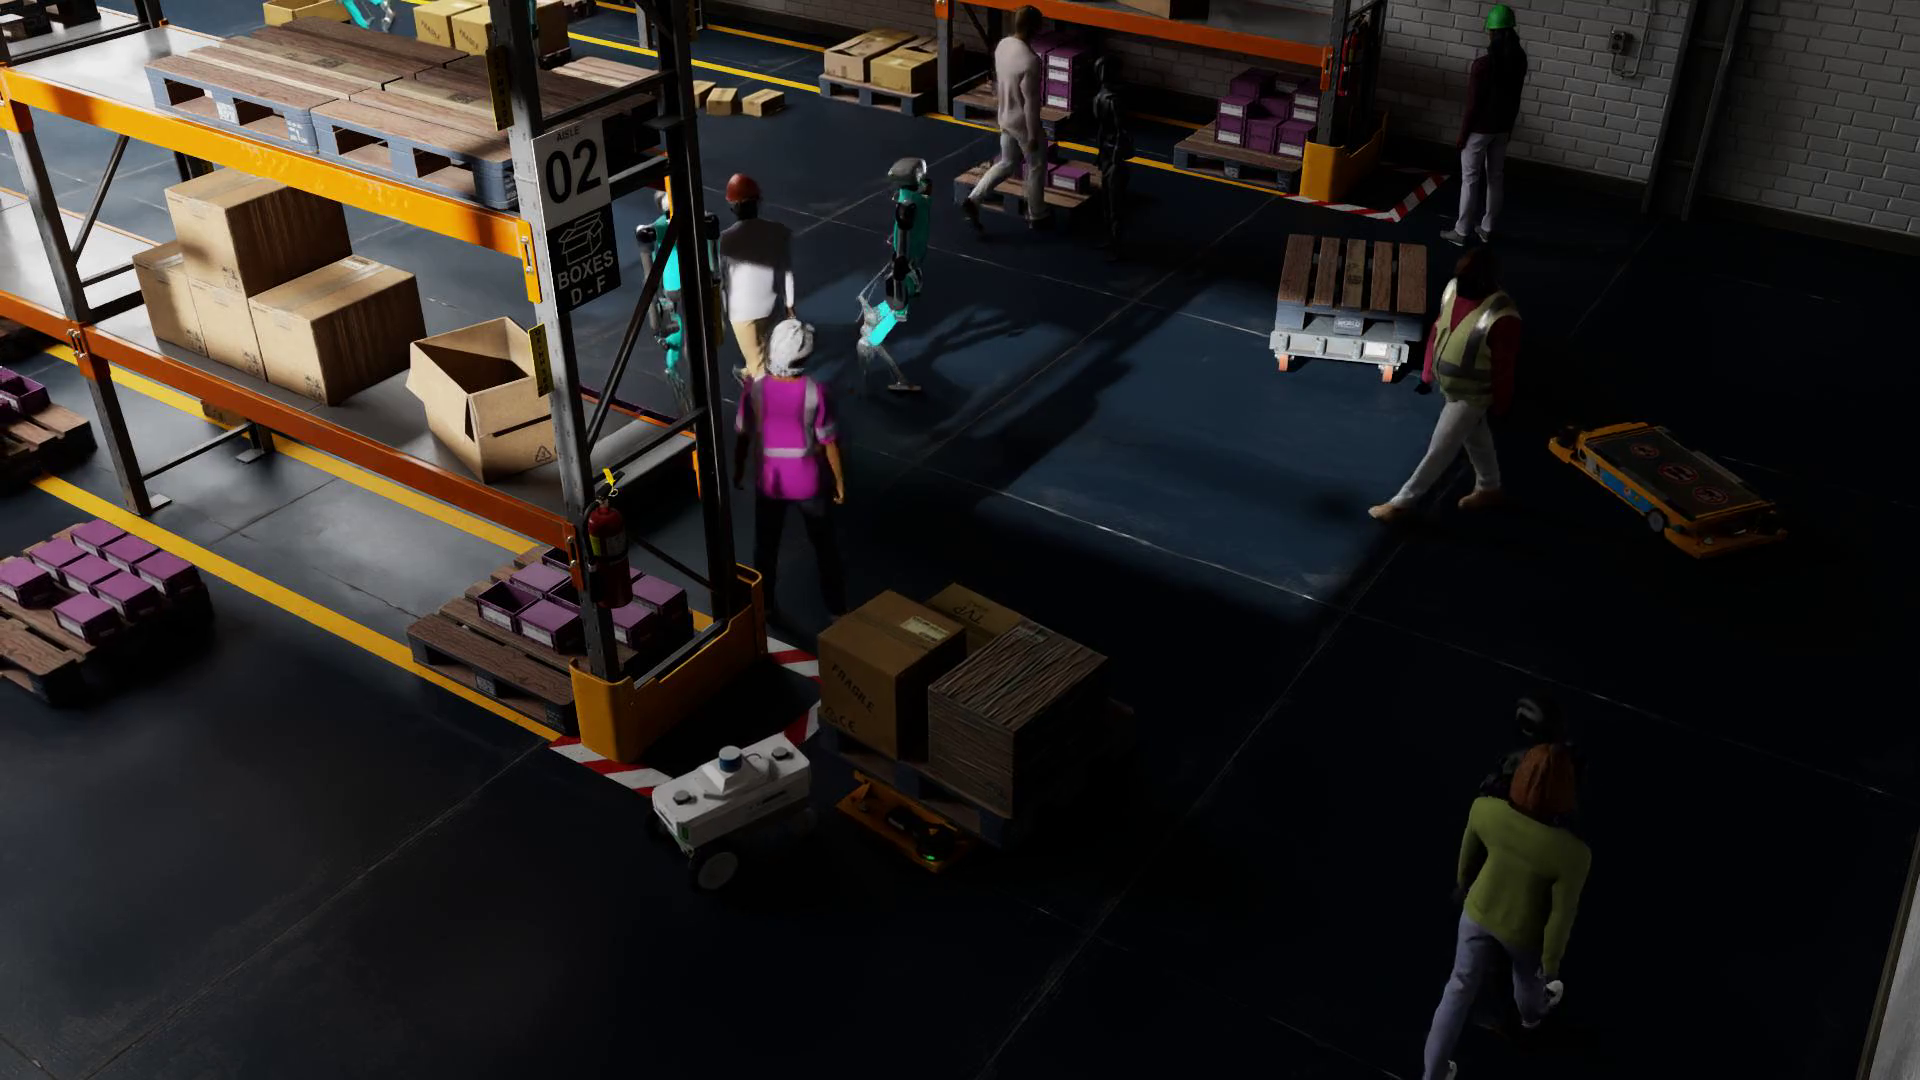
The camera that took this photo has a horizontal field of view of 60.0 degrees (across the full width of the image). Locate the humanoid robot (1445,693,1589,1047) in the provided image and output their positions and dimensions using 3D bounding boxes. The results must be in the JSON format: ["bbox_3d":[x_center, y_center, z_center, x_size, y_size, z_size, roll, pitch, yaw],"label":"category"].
[{"bbox_3d":[2.246,1.318,6.568,0.588,1.650,0.398,-16,36,-23],"label":"humanoid robot"}]

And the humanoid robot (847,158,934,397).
[{"bbox_3d":[-0.551,-1.661,11.179,0.778,1.898,0.568,7,34,11],"label":"humanoid robot"}]

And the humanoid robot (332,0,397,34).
[{"bbox_3d":[-6.349,-5.846,17.514,1.023,1.725,0.540,16,36,23],"label":"humanoid robot"}]

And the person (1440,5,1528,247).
[{"bbox_3d":[4.271,-3.323,13.446,0.488,1.945,0.431,-9,34,-13],"label":"person"}]

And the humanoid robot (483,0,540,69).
[{"bbox_3d":[-4.256,-4.474,15.441,1.013,1.758,0.532,21,39,29],"label":"humanoid robot"}]

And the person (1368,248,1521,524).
[{"bbox_3d":[2.980,-0.901,9.873,0.959,1.778,0.636,-7,34,-11],"label":"person"}]

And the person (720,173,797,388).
[{"bbox_3d":[-1.443,-1.618,11.031,0.561,1.702,0.881,-24,40,-32],"label":"person"}]

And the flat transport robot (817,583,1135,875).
[{"bbox_3d":[0.110,1.071,8.227,0.659,0.231,1.431,25,40,33],"label":"flat transport robot"}]

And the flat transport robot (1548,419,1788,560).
[{"bbox_3d":[4.419,-0.365,10.435,0.659,0.231,1.431,-11,35,-17],"label":"flat transport robot"}]

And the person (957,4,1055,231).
[{"bbox_3d":[0.427,-3.419,13.642,0.851,1.901,0.631,-16,36,-23],"label":"person"}]

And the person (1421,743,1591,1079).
[{"bbox_3d":[2.144,1.446,6.439,0.507,1.576,0.873,28,42,36],"label":"person"}]

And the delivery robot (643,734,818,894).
[{"bbox_3d":[-1.061,1.215,7.727,0.758,0.577,0.499,-22,39,-30],"label":"delivery robot"}]

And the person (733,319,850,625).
[{"bbox_3d":[-0.934,-0.318,8.936,0.651,1.830,0.501,0,33,0],"label":"person"}]

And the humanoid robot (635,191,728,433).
[{"bbox_3d":[-1.853,-1.526,10.897,0.540,1.808,0.859,-14,36,-20],"label":"humanoid robot"}]

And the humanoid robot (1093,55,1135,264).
[{"bbox_3d":[1.205,-3.038,13.250,0.337,1.648,0.612,-5,33,-8],"label":"humanoid robot"}]
